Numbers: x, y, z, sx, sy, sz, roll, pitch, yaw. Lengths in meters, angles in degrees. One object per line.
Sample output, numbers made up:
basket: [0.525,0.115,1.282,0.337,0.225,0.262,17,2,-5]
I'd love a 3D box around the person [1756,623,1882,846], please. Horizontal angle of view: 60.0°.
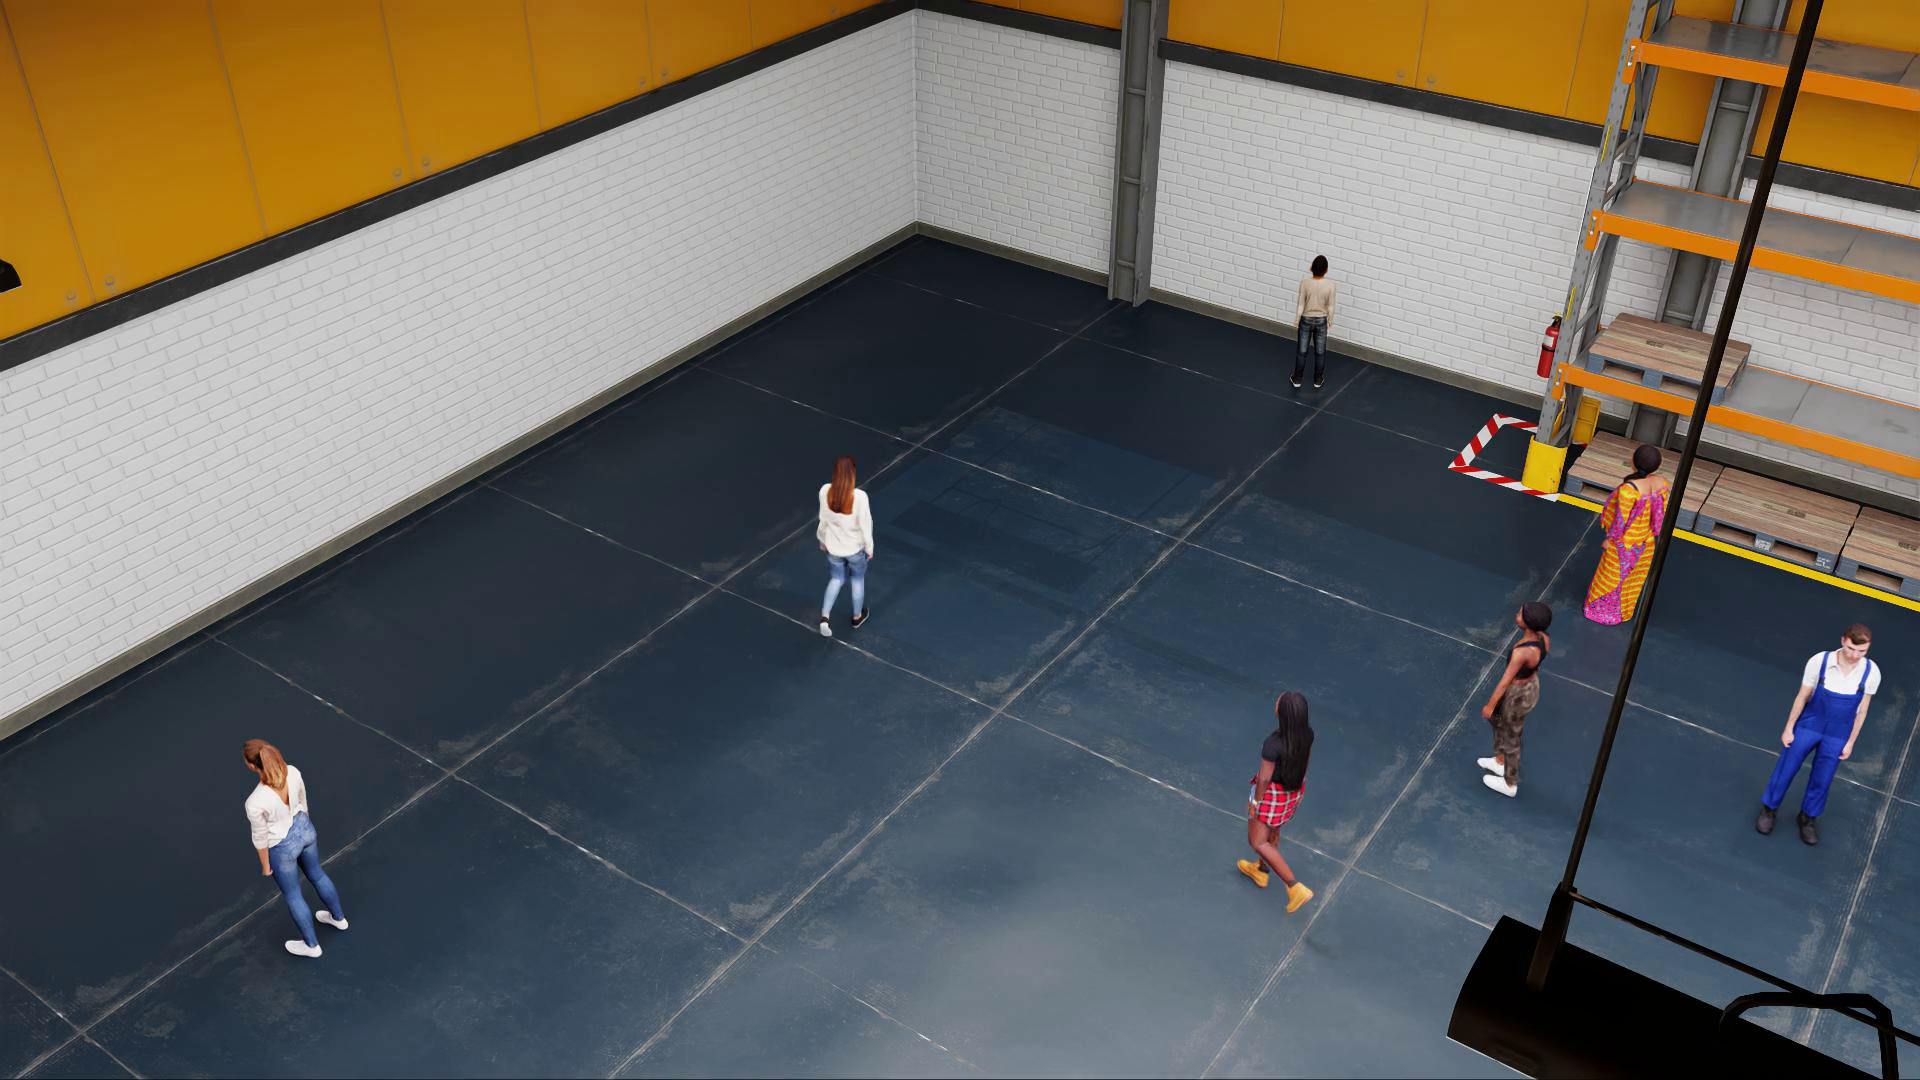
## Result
person: [6.036,1.316,11.629,0.568,1.848,0.730,12,35,17]

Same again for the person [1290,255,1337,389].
person: [3.695,-2.281,17.386,0.578,1.465,0.682,5,34,7]

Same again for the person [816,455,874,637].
person: [-0.960,0.101,13.611,0.907,1.677,0.803,13,36,19]

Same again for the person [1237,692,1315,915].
person: [2.174,1.770,11.070,0.757,1.710,1.004,-25,41,-32]

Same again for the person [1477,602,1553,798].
person: [4.087,1.191,11.964,0.630,1.685,0.583,24,41,32]

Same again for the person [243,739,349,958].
person: [-4.326,1.969,10.762,0.586,1.719,0.643,13,36,19]

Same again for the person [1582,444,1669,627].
person: [5.563,-0.081,13.880,0.759,1.683,0.790,-17,37,-24]
